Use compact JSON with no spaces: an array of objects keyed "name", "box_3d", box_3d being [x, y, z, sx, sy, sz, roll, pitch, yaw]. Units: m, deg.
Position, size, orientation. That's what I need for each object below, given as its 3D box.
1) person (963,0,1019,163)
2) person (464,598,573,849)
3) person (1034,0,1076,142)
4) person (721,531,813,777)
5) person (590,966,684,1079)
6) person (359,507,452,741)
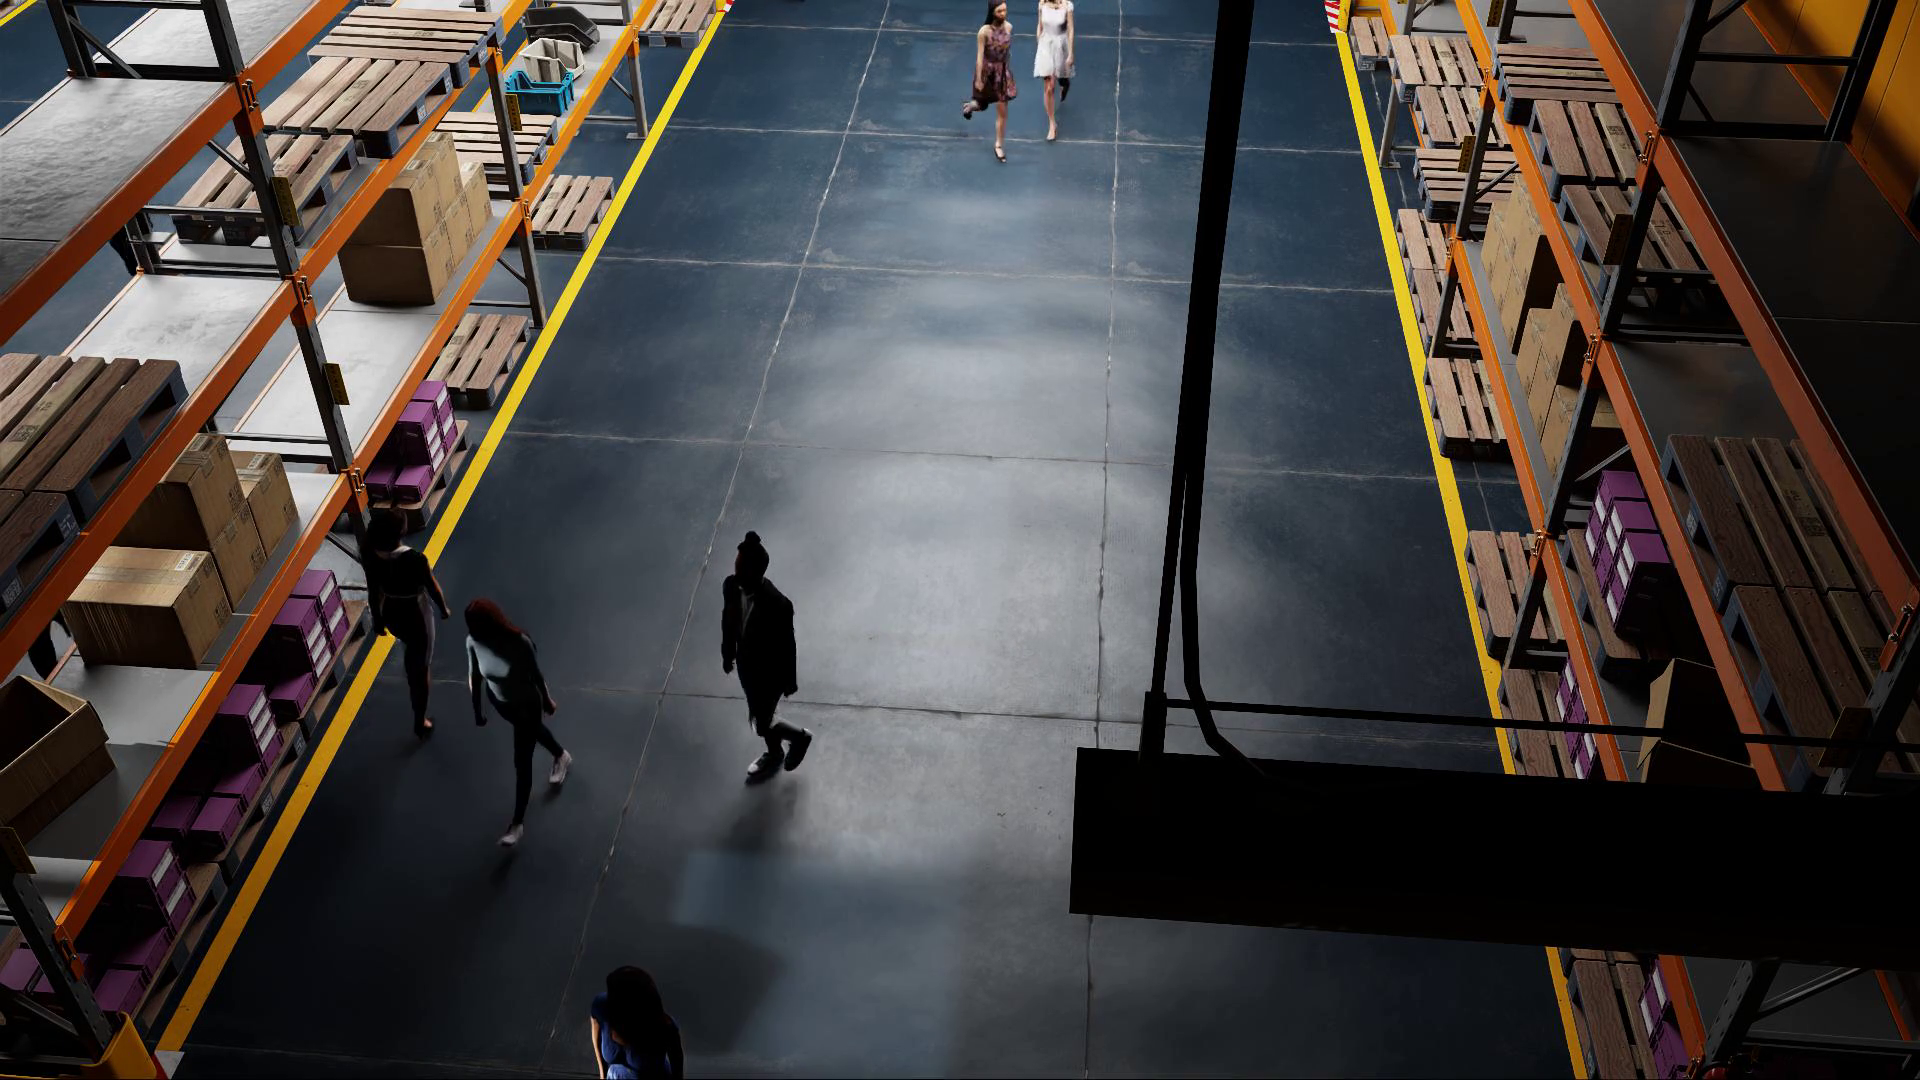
[{"name":"person","box_3d":[0.317,-4.882,17.537,0.987,1.748,1.140,-21,43,-24]},{"name":"person","box_3d":[-2.698,0.963,10.264,0.723,1.691,1.169,7,39,9]},{"name":"person","box_3d":[1.043,-5.277,18.033,0.715,1.746,1.116,7,39,9]},{"name":"person","box_3d":[-1.163,0.702,10.395,0.926,1.937,0.873,-30,48,-32]},{"name":"person","box_3d":[-1.524,2.669,8.036,0.701,1.806,0.618,9,40,11]},{"name":"person","box_3d":[-3.535,0.609,10.642,0.597,1.773,0.655,4,39,5]}]
